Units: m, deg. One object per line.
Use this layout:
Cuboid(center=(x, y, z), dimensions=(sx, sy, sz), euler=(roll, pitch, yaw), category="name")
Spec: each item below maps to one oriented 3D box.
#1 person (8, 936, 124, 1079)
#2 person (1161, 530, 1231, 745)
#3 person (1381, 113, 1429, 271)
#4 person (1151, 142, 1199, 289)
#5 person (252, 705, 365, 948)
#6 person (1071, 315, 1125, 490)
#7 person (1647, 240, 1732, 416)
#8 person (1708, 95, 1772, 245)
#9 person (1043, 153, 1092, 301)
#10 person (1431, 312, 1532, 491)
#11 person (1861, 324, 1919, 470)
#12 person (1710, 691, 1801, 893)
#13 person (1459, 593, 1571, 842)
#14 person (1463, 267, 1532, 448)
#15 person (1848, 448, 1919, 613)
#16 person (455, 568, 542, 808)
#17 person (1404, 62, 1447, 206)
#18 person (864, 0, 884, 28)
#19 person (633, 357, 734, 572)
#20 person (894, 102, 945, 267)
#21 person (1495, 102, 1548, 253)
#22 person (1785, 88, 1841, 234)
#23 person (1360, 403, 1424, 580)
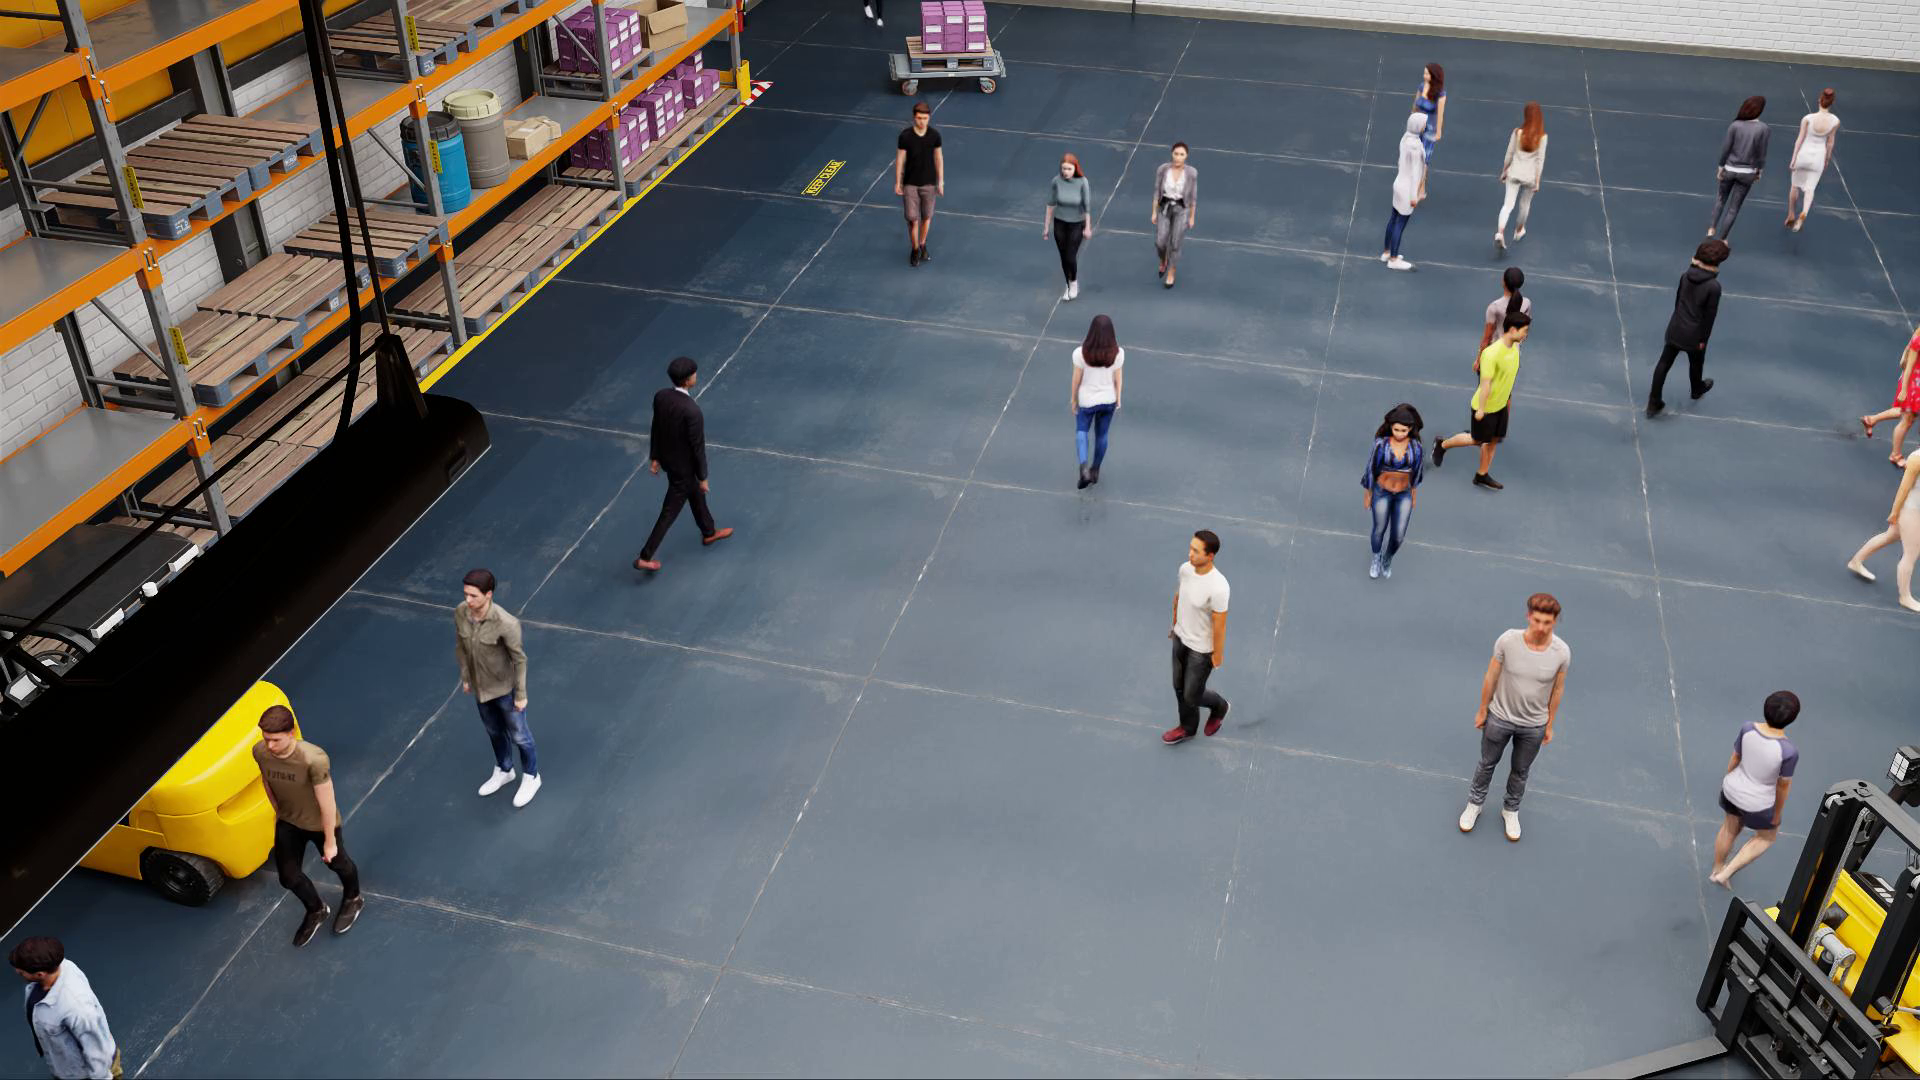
Cuboid(center=(-4.536, 2.704, 8.666), dimensions=(0.757, 1.809, 0.757), euler=(-27, 42, -35), category="person")
Cuboid(center=(1.739, 0.693, 11.708), dimensions=(0.917, 1.791, 0.858), euler=(-18, 38, -25), category="person")
Cuboid(center=(4.996, -3.929, 18.676), dimensions=(0.741, 1.775, 0.591), euler=(-2, 34, -4), category="person")
Cuboid(center=(2.353, -3.594, 18.272), dimensions=(0.632, 1.663, 0.611), euler=(8, 34, 11), category="person")
Cuboid(center=(-3.945, 1.663, 10.211), dimensions=(0.682, 1.833, 0.735), euler=(8, 34, 11), category="person")
Cuboid(center=(1.201, -1.148, 14.589), dimensions=(0.717, 1.667, 0.896), euler=(1, 34, 1), category="person")
Cuboid(center=(6.851, -1.965, 15.761), dimensions=(1.160, 1.731, 1.050), euler=(-22, 39, -29), category="person")
Cuboid(center=(8.932, -4.196, 19.100), dimensions=(0.733, 1.751, 0.792), euler=(21, 39, 29), category="person")
Cuboid(center=(1.201, -3.385, 17.910), dimensions=(0.680, 1.716, 0.679), euler=(14, 36, 20), category="person")
Cuboid(center=(4.627, -1.255, 14.741), dimensions=(1.001, 1.678, 0.979), euler=(-27, 42, -34), category="person")
Cuboid(center=(8.613, -1.444, 15.111), dimensions=(0.886, 1.582, 0.927), euler=(-20, 39, -28), category="person")
Cuboid(center=(4.975, 1.628, 10.517), dimensions=(0.773, 1.553, 0.714), euler=(-18, 38, -25), category="person")
Cuboid(center=(3.666, 1.142, 10.934), dimensions=(0.643, 1.901, 0.539), euler=(9, 35, 13), category="person")
Cuboid(center=(4.977, -1.692, 15.337), dimensions=(0.690, 1.746, 0.705), euler=(-10, 35, -15), category="person")
Cuboid(center=(7.565, -0.285, 13.341), dimensions=(0.956, 1.611, 0.916), euler=(-26, 42, -34), category="person")
Cuboid(center=(-3.112, 0.969, 11.226), dimensions=(0.746, 1.866, 0.648), euler=(15, 36, 21), category="person")
Cuboid(center=(5.672, -4.867, 20.075), dimensions=(0.892, 1.788, 0.833), euler=(-13, 36, -18), category="person")
Cuboid(center=(-1.413, -9.107, 26.536), dimensions=(1.021, 1.698, 1.296), euler=(-10, 35, -15), category="person")
Cuboid(center=(-2.373, -0.571, 13.580), dimensions=(1.361, 1.825, 1.171), euler=(-26, 41, -33), category="person")
Cuboid(center=(-0.465, -4.082, 18.841), dimensions=(0.857, 1.848, 0.893), euler=(-7, 34, -10), category="person")
Cuboid(center=(6.408, -4.123, 19.054), dimensions=(0.811, 1.678, 1.174), euler=(18, 38, 26), category="person")
Cuboid(center=(9.842, -4.328, 19.279), dimensions=(0.607, 1.773, 1.013), euler=(10, 35, 15), category="person")
Cuboid(center=(3.509, -0.404, 13.520), dimensions=(0.638, 1.611, 0.614), euler=(7, 34, 10), category="person")
